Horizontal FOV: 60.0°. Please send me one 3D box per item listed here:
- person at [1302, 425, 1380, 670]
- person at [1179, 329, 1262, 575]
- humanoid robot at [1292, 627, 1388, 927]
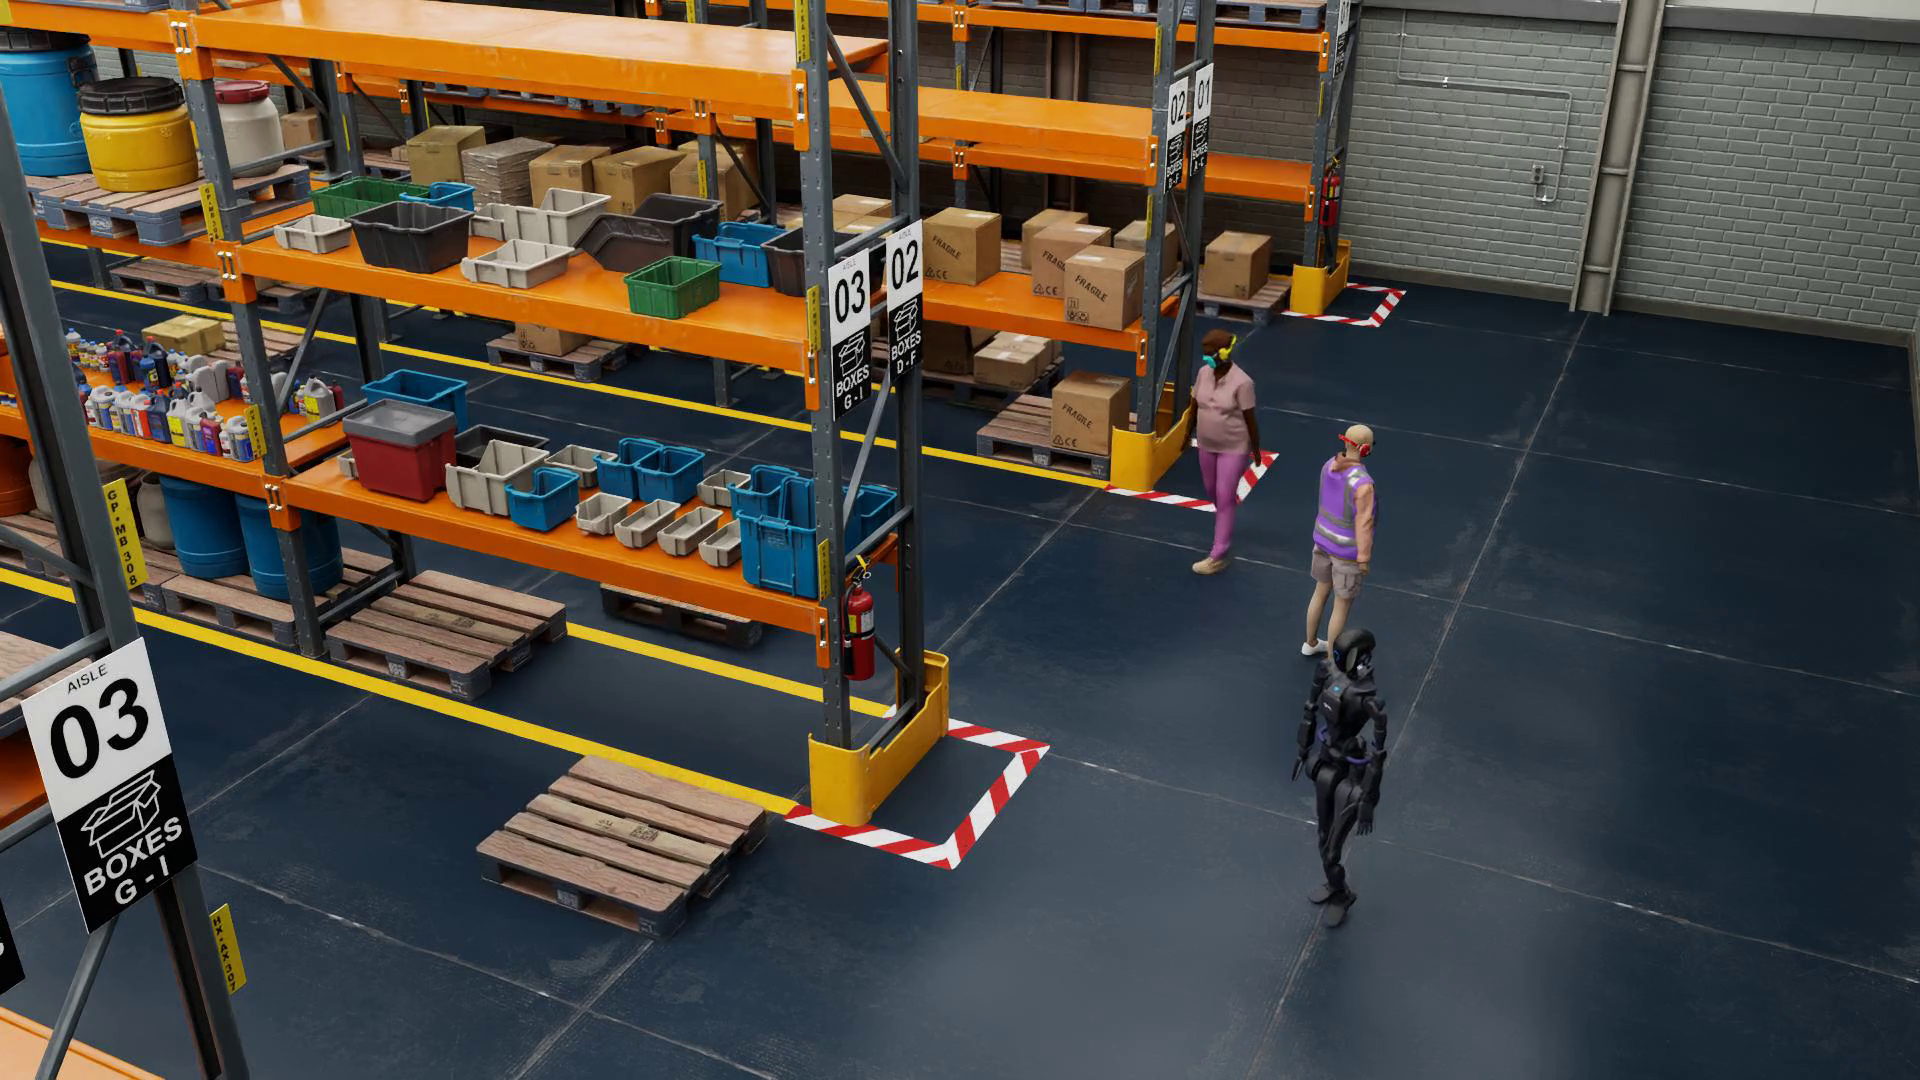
[{"bbox_3d":[2.428,0.059,10.586,0.347,1.688,0.491,-11,28,-21],"label":"person"},{"bbox_3d":[1.915,-0.682,12.002,0.598,1.752,0.757,23,34,38],"label":"person"},{"bbox_3d":[1.916,1.161,8.364,0.369,1.644,0.589,-15,30,-28],"label":"humanoid robot"}]
